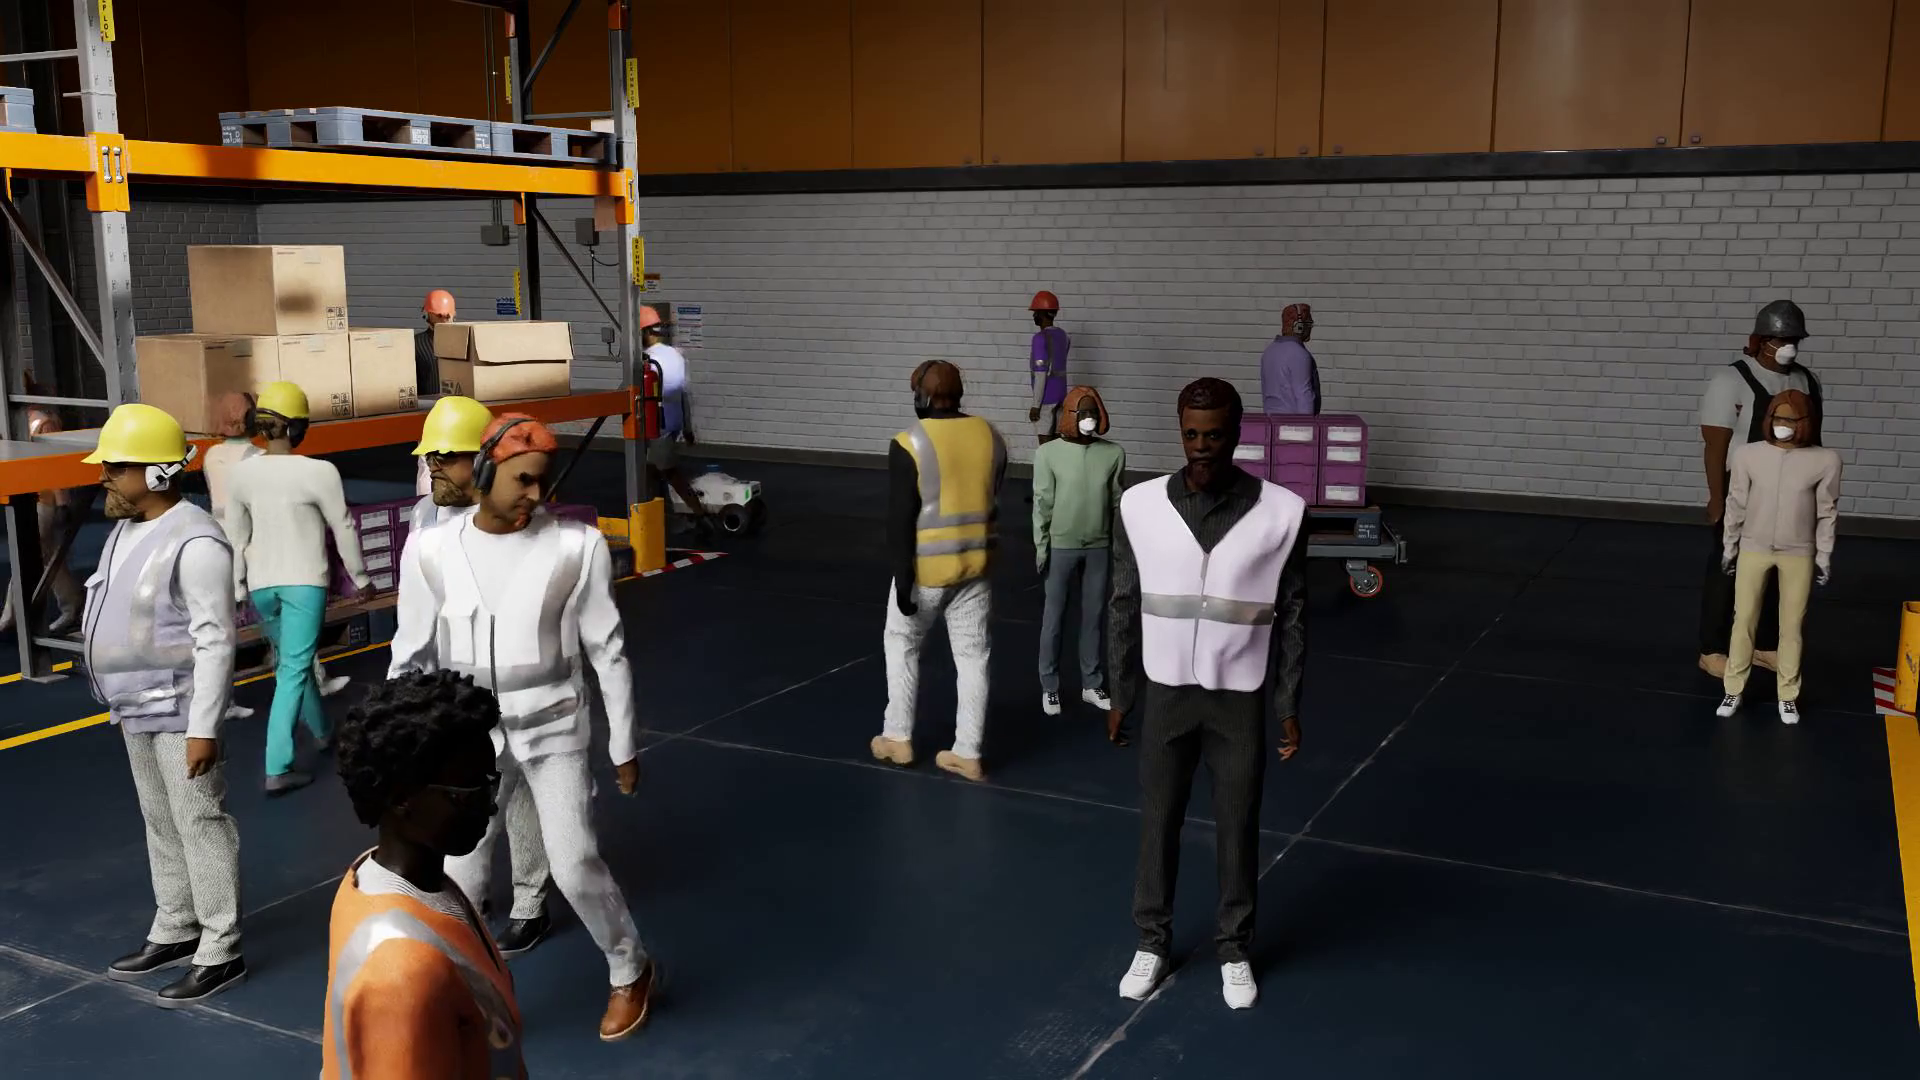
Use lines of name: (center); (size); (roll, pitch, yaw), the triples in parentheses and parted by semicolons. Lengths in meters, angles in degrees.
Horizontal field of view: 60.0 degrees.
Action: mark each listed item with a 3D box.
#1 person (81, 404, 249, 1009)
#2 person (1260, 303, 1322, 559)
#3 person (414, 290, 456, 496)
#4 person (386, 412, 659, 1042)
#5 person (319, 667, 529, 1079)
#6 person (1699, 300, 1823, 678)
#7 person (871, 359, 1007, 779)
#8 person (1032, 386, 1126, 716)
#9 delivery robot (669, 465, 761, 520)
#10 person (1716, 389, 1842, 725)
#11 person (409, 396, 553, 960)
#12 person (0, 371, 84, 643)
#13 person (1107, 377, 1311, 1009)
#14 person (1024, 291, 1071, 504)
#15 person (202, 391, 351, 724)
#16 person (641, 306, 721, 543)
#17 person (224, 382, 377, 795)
person: (-2.431, 0.500, 5.077); (0.588, 1.835, 0.403); (9, 13, 41)
person: (2.504, -0.816, 12.490); (0.409, 1.906, 0.651); (-3, 10, -15)
person: (-4.114, -0.984, 13.212); (0.609, 1.993, 0.382); (-9, 13, -41)
person: (-1.249, 0.565, 4.653); (0.686, 1.864, 0.626); (1, 10, 4)
person: (-0.788, 1.020, 2.463); (0.322, 1.697, 0.532); (-4, 10, -21)
person: (4.342, -0.268, 8.925); (0.684, 2.000, 0.535); (-2, 10, -13)
person: (-0.122, 0.117, 7.346); (0.625, 1.815, 0.722); (-6, 12, -31)
person: (0.597, 0.050, 8.259); (0.498, 1.634, 0.281); (-3, 10, -19)
delivery robot: (-1.996, -0.370, 13.545); (0.707, 0.478, 0.477); (2, 10, 12)
person: (3.976, 0.079, 8.094); (0.497, 1.633, 0.278); (5, 11, 28)
person: (-1.564, 0.446, 5.394); (0.600, 1.830, 0.403); (5, 11, 27)
person: (-5.554, -0.198, 9.785); (0.540, 1.598, 0.830); (6, 11, 30)
person: (0.744, 0.461, 5.058); (0.596, 1.917, 0.374); (2, 10, 12)
person: (0.781, -1.292, 15.148); (0.371, 1.939, 0.543); (6, 11, 30)
person: (-3.436, 0.069, 8.209); (0.550, 1.599, 0.796); (5, 11, 28)
person: (-2.295, -0.899, 13.084); (0.965, 1.881, 0.579); (4, 11, 21)
person: (-2.861, 0.182, 7.241); (0.542, 1.728, 0.896); (2, 10, 13)
